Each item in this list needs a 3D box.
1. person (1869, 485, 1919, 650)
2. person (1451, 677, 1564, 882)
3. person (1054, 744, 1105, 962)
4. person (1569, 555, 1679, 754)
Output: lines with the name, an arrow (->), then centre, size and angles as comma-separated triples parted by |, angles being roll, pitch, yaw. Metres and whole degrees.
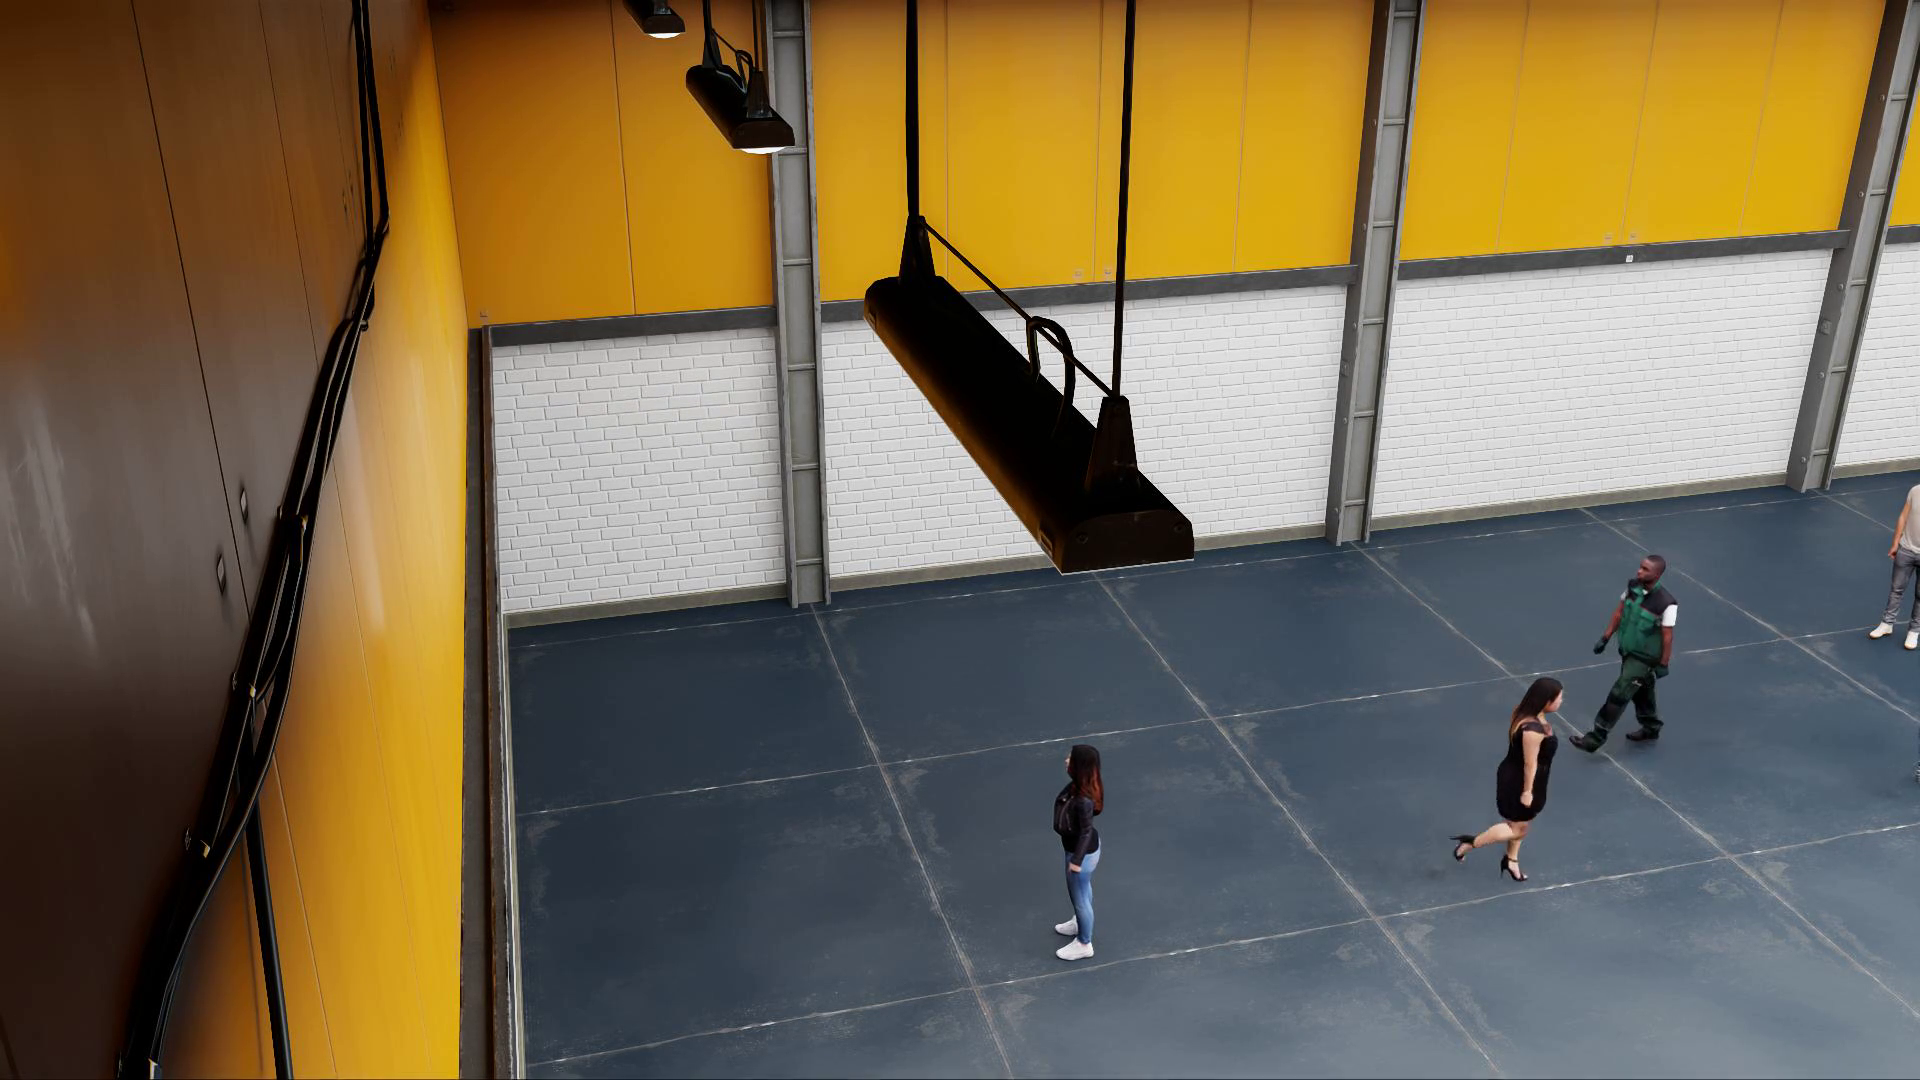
person -> 9.074, 0.096, 15.703 | 0.735, 1.889, 0.745 | -21, 31, -40
person -> 4.001, 1.774, 12.111 | 1.006, 1.692, 0.884 | 5, 24, 11
person -> 0.823, 2.113, 11.409 | 0.673, 1.634, 0.701 | 2, 24, 4
person -> 5.736, 0.958, 13.867 | 1.152, 1.780, 0.697 | -5, 24, -12
